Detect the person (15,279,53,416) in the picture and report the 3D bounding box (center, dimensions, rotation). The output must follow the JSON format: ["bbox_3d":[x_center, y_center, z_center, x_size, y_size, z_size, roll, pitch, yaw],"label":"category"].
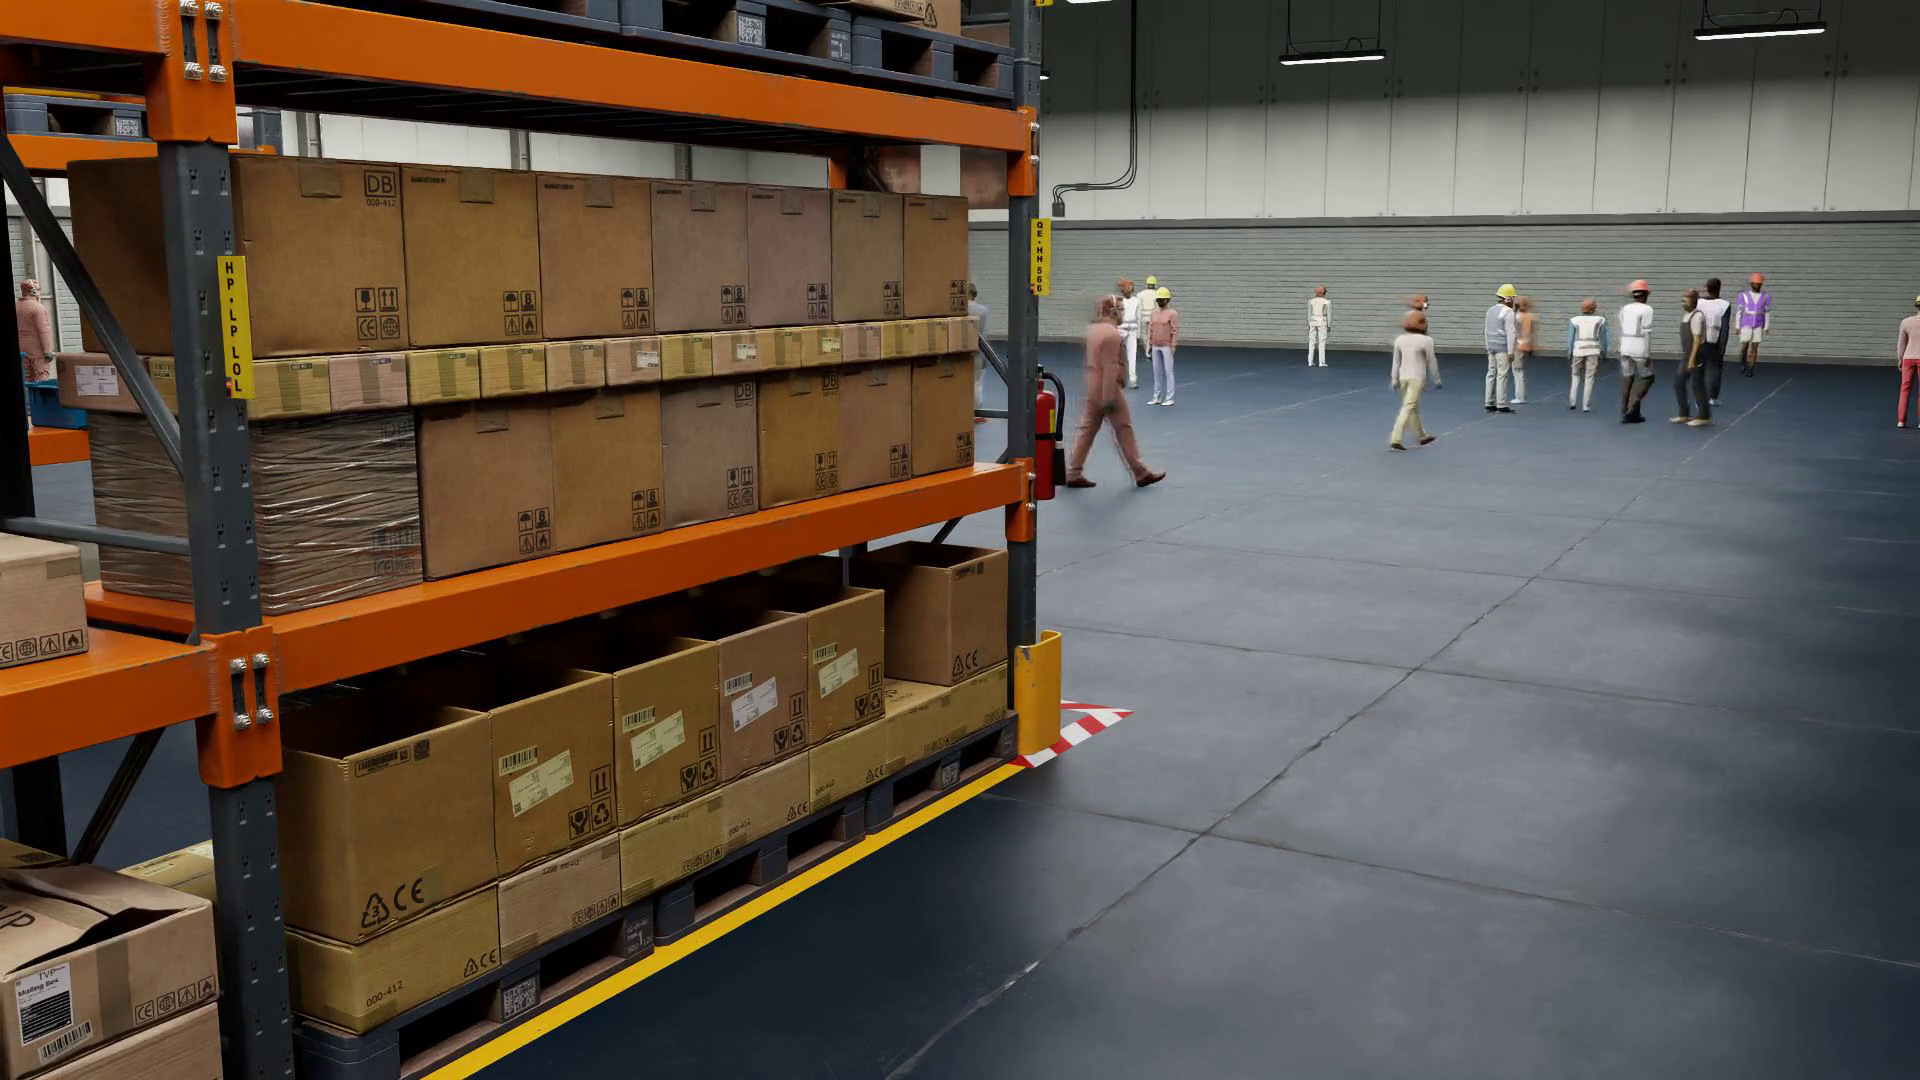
[{"bbox_3d":[-12.694,-2.616,22.849,0.642,1.909,0.410,5,11,25],"label":"person"}]

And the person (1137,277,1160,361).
[{"bbox_3d":[4.083,-4.710,35.448,0.618,1.782,0.944,4,10,20],"label":"person"}]

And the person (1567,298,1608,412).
[{"bbox_3d":[9.036,-2.658,23.956,0.536,1.617,0.666,5,11,26],"label":"person"}]

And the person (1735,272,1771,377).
[{"bbox_3d":[14.641,-3.966,30.690,0.571,1.923,0.398,3,10,17],"label":"person"}]

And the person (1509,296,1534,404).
[{"bbox_3d":[8.419,-2.862,25.105,0.543,1.619,0.440,-7,12,-36],"label":"person"}]

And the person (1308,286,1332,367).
[{"bbox_3d":[7.256,-4.313,33.597,0.508,1.629,0.316,7,12,35],"label":"person"}]

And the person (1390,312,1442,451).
[{"bbox_3d":[5.243,-1.823,19.148,0.872,1.585,0.495,-6,12,-32],"label":"person"}]

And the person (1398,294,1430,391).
[{"bbox_3d":[7.503,-3.258,27.466,0.506,1.620,0.519,-8,13,-40],"label":"person"}]

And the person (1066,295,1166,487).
[{"bbox_3d":[1.466,-1.420,15.988,0.984,1.849,0.671,-3,10,-16],"label":"person"}]

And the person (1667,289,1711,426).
[{"bbox_3d":[9.572,-2.370,21.694,0.633,1.801,0.523,0,10,-2],"label":"person"}]

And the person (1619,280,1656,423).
[{"bbox_3d":[9.025,-2.504,22.178,0.436,1.909,0.556,-4,11,-24],"label":"person"}]

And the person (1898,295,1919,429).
[{"bbox_3d":[12.373,-2.308,21.452,0.327,1.769,0.525,-7,12,-36],"label":"person"}]

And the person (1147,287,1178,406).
[{"bbox_3d":[3.016,-2.883,24.841,0.335,1.761,0.527,-9,13,-44],"label":"person"}]

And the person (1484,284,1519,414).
[{"bbox_3d":[7.689,-2.706,23.587,0.403,1.831,0.595,-3,10,-16],"label":"person"}]

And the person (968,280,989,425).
[{"bbox_3d":[0.087,-2.445,21.826,0.641,1.920,0.802,6,11,30],"label":"person"}]

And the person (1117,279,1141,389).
[{"bbox_3d":[2.790,-3.508,28.276,0.596,1.845,0.979,-3,10,-15],"label":"person"}]

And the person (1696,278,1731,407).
[{"bbox_3d":[11.122,-2.921,24.659,0.594,1.894,0.665,8,13,39],"label":"person"}]
